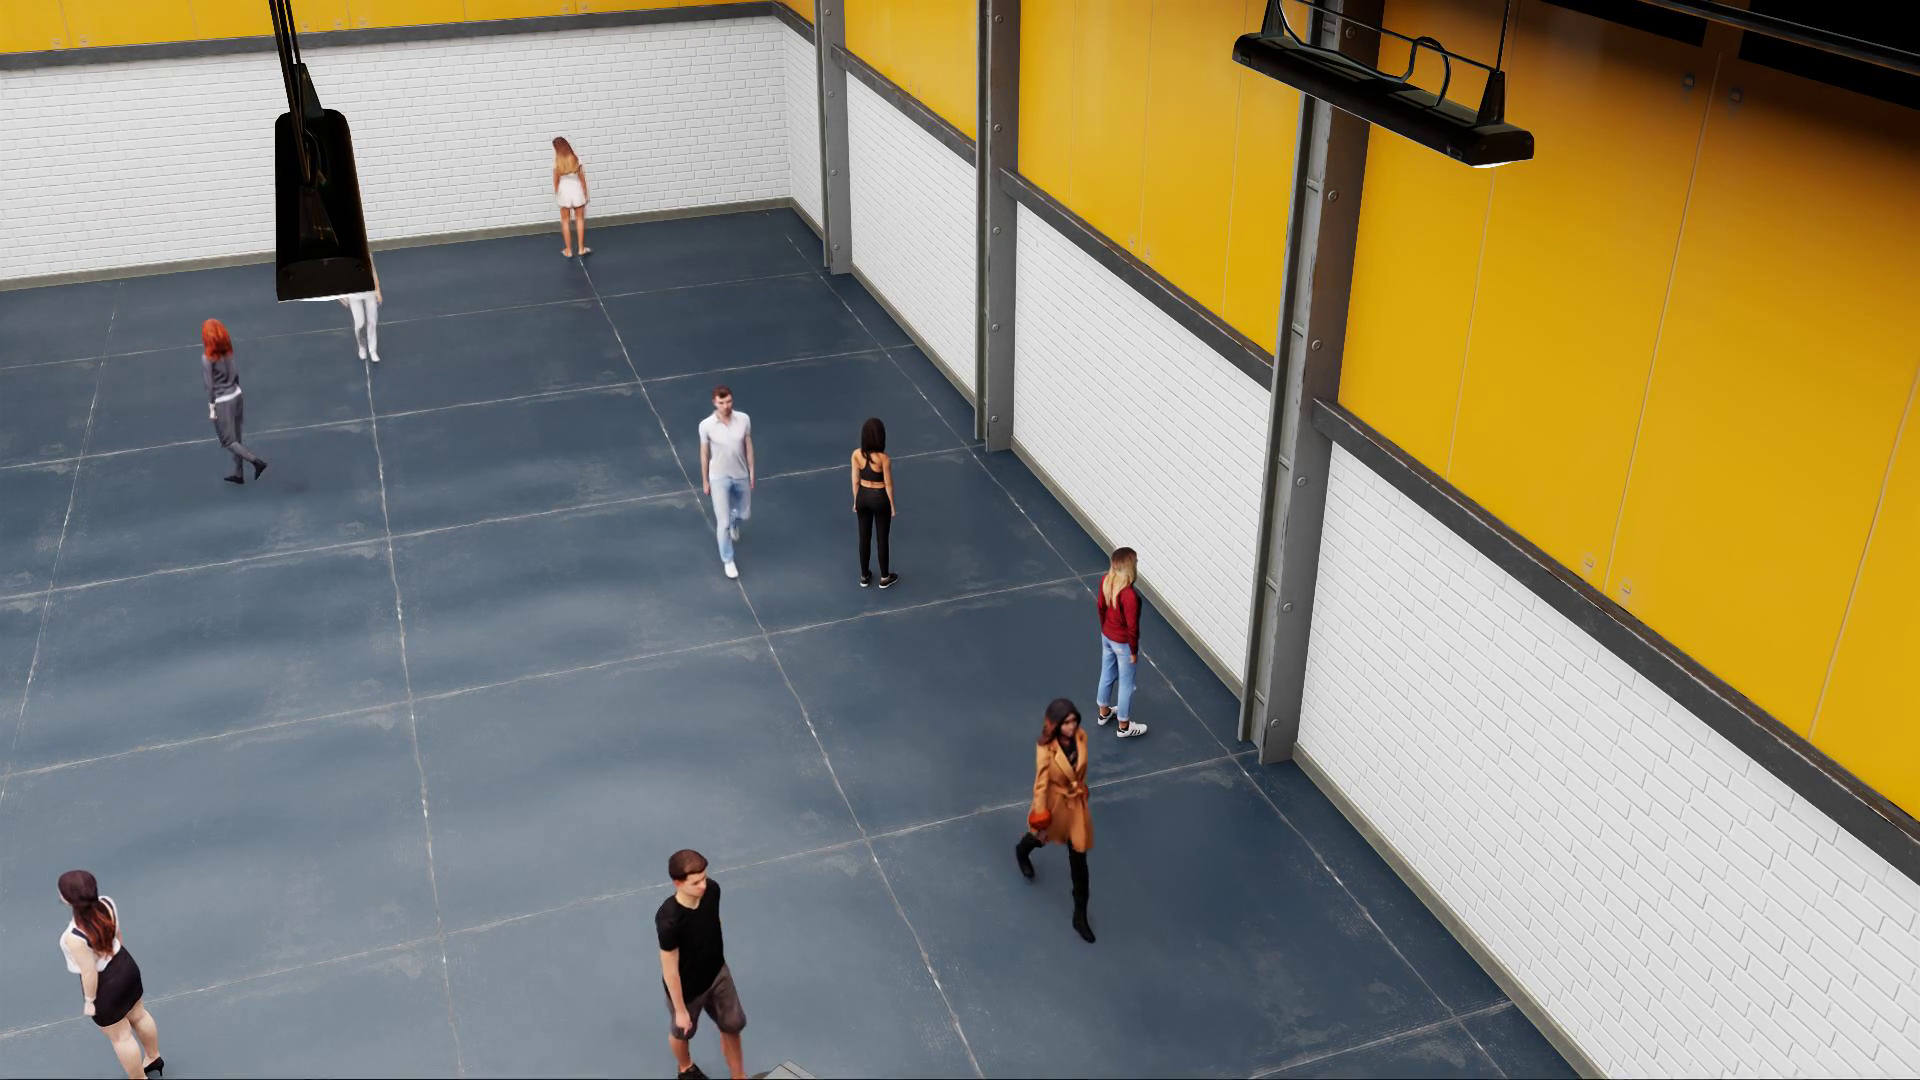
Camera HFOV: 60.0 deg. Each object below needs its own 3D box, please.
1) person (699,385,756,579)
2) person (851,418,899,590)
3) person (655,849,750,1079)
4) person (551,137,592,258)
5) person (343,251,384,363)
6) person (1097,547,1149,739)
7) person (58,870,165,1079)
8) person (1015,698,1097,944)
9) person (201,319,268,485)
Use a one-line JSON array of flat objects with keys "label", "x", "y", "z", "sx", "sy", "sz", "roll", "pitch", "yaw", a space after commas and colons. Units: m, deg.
[{"label": "person", "x": -2.156, "y": -0.601, "z": 15.338, "sx": 0.677, "sy": 1.833, "sz": 0.993, "roll": -11, "pitch": 31, "yaw": -20}, {"label": "person", "x": -0.789, "y": -0.327, "z": 15.039, "sx": 0.647, "sy": 1.637, "sz": 0.683, "roll": 9, "pitch": 30, "yaw": 15}, {"label": "person", "x": -1.593, "y": 2.499, "z": 9.646, "sx": 1.065, "sy": 1.841, "sz": 0.956, "roll": 21, "pitch": 35, "yaw": 33}, {"label": "person", "x": -5.417, "y": -4.788, "z": 23.179, "sx": 0.617, "sy": 1.675, "sz": 0.544, "roll": 0, "pitch": 29, "yaw": 0}, {"label": "person", "x": -7.138, "y": -2.953, "z": 19.830, "sx": 0.637, "sy": 1.659, "sz": 0.630, "roll": -15, "pitch": 32, "yaw": -26}, {"label": "person", "x": 1.255, "y": 0.781, "z": 13.011, "sx": 0.709, "sy": 1.634, "sz": 0.535, "roll": -17, "pitch": 33, "yaw": -28}, {"label": "person", "x": -4.953, "y": 2.584, "z": 9.691, "sx": 0.683, "sy": 1.649, "sz": 0.568, "roll": 2, "pitch": 29, "yaw": 3}, {"label": "person", "x": 0.601, "y": 1.782, "z": 11.134, "sx": 0.822, "sy": 1.674, "sz": 1.247, "roll": -15, "pitch": 32, "yaw": -25}, {"label": "person", "x": -7.328, "y": -1.350, "z": 16.793, "sx": 0.903, "sy": 1.754, "sz": 0.870, "roll": 6, "pitch": 29, "yaw": 11}]
